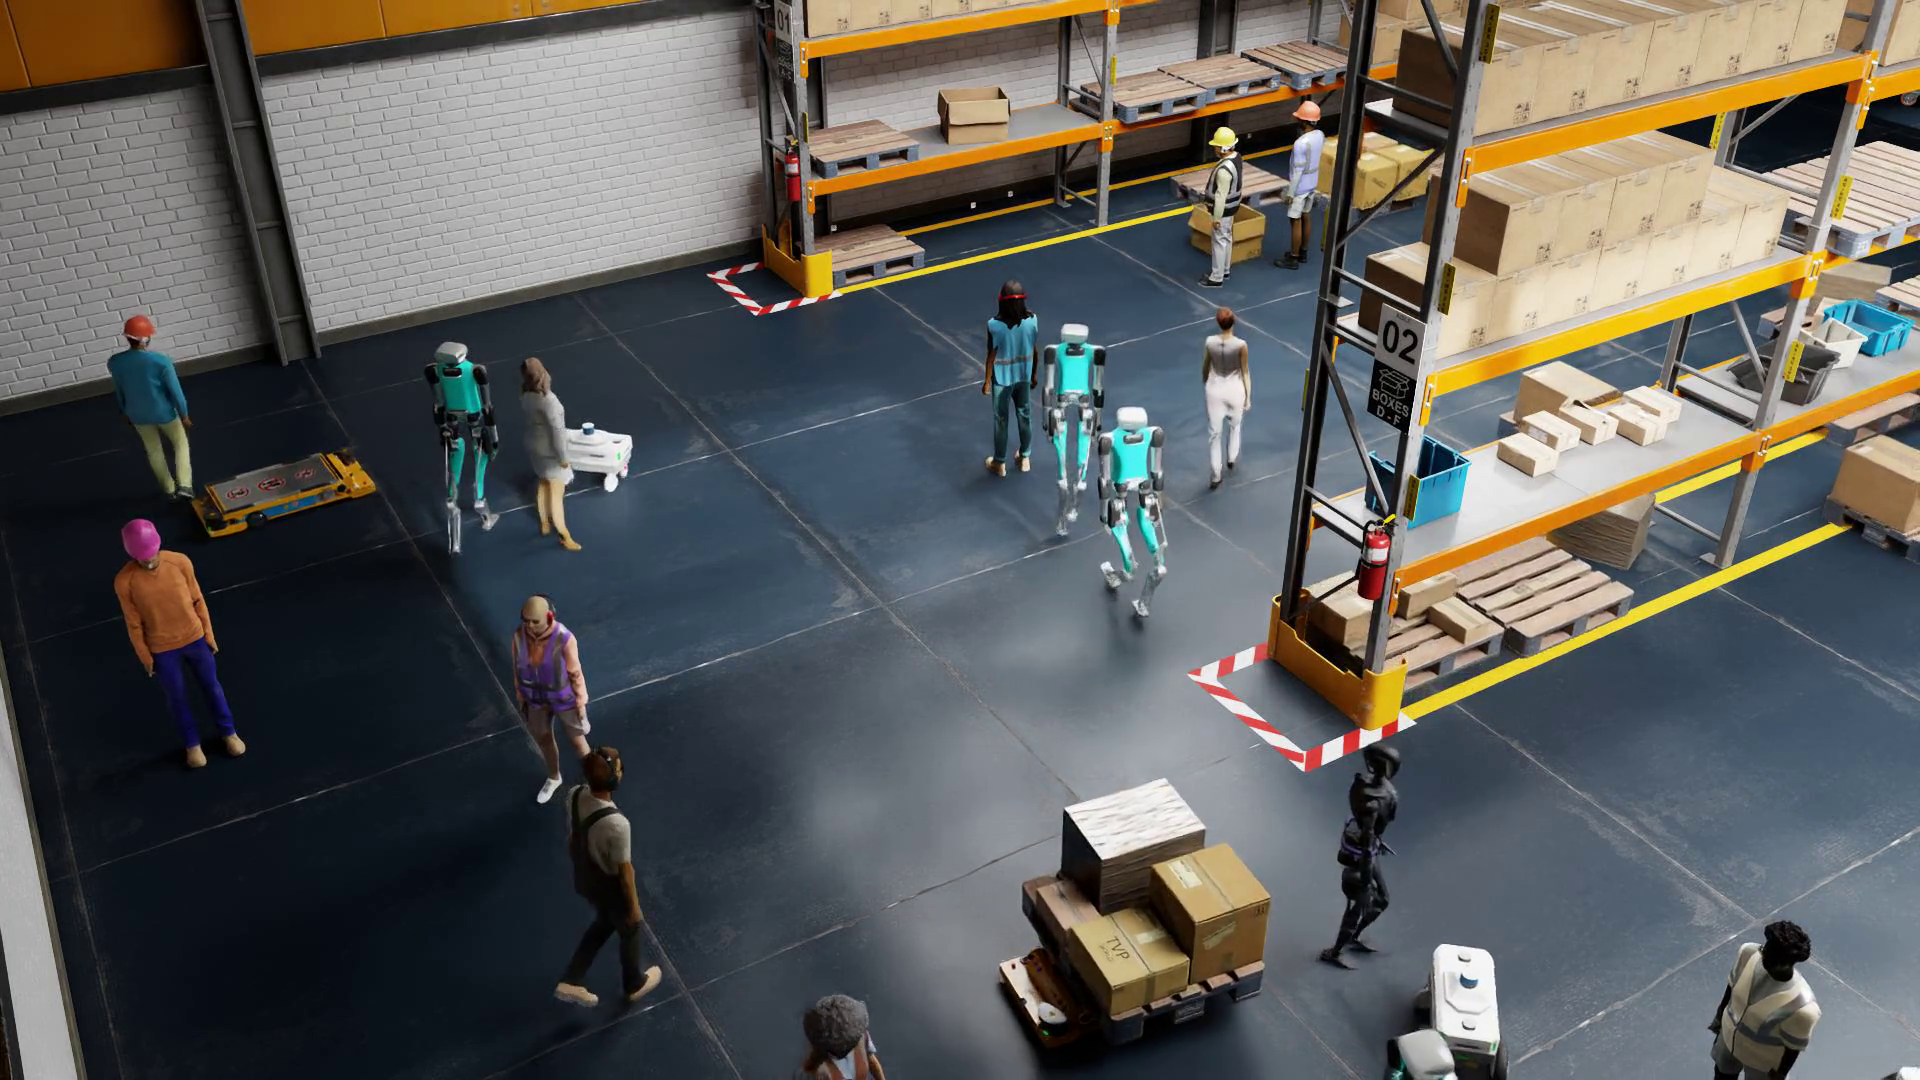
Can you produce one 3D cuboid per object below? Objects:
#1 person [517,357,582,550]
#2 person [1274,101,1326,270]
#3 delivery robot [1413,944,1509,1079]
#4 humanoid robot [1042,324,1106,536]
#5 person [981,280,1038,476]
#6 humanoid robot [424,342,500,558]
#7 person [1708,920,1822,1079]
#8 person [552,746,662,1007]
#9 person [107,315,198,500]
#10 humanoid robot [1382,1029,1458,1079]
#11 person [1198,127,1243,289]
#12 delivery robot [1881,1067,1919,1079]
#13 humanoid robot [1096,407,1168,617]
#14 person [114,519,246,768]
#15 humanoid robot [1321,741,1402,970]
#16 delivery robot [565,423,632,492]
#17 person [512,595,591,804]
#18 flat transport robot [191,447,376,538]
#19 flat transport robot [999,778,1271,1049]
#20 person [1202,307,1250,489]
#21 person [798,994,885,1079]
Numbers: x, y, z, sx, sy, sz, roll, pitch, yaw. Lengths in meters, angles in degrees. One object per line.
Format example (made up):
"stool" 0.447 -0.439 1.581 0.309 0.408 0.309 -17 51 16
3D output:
"person" -3.406 -0.722 13.954 0.658 1.640 0.345 25 40 34
"person" 3.883 -4.042 18.958 0.351 1.942 0.544 22 38 31
"delivery robot" 2.865 2.702 9.503 0.511 0.591 0.763 6 33 10
"humanoid robot" 0.943 -0.852 14.103 0.530 1.796 0.893 3 32 4
"person" 0.459 -1.439 14.876 0.524 1.866 0.390 -11 34 -17
"humanoid robot" -4.175 -0.660 13.824 0.542 1.849 0.832 3 32 5
"person" 4.092 2.608 8.583 0.320 1.692 0.533 -10 33 -16
"person" -2.058 1.986 9.457 0.561 1.820 0.567 26 40 35
"person" -7.035 -1.118 14.494 0.596 1.735 0.464 -6 33 -9
"humanoid robot" 1.882 3.049 7.830 0.739 1.777 0.530 -10 33 -15
"person" 2.914 -3.699 18.522 0.403 1.824 0.591 12 34 18
"delivery robot" 5.389 3.070 8.936 0.811 0.613 0.499 1 32 2
"humanoid robot" 1.360 -0.158 12.957 0.557 1.749 0.995 -7 33 -11
"person" -5.375 0.695 11.381 0.511 1.973 0.401 -22 38 -31
"humanoid robot" 2.390 1.878 9.775 0.334 1.652 0.592 11 34 16
"delivery robot" -3.347 -0.784 15.045 0.738 0.573 0.511 6 33 10
"person" -2.696 1.069 11.049 0.483 1.686 0.355 6 33 10
"flat transport robot" -6.013 -0.431 14.771 1.431 0.231 0.659 -20 37 -29
"flat transport robot" 1.019 2.555 10.009 1.431 0.231 0.659 -13 34 -20
"person" 2.382 -1.316 14.900 0.460 1.613 0.741 8 33 13
"person" -0.527 2.859 8.212 0.765 1.649 0.516 22 38 31
